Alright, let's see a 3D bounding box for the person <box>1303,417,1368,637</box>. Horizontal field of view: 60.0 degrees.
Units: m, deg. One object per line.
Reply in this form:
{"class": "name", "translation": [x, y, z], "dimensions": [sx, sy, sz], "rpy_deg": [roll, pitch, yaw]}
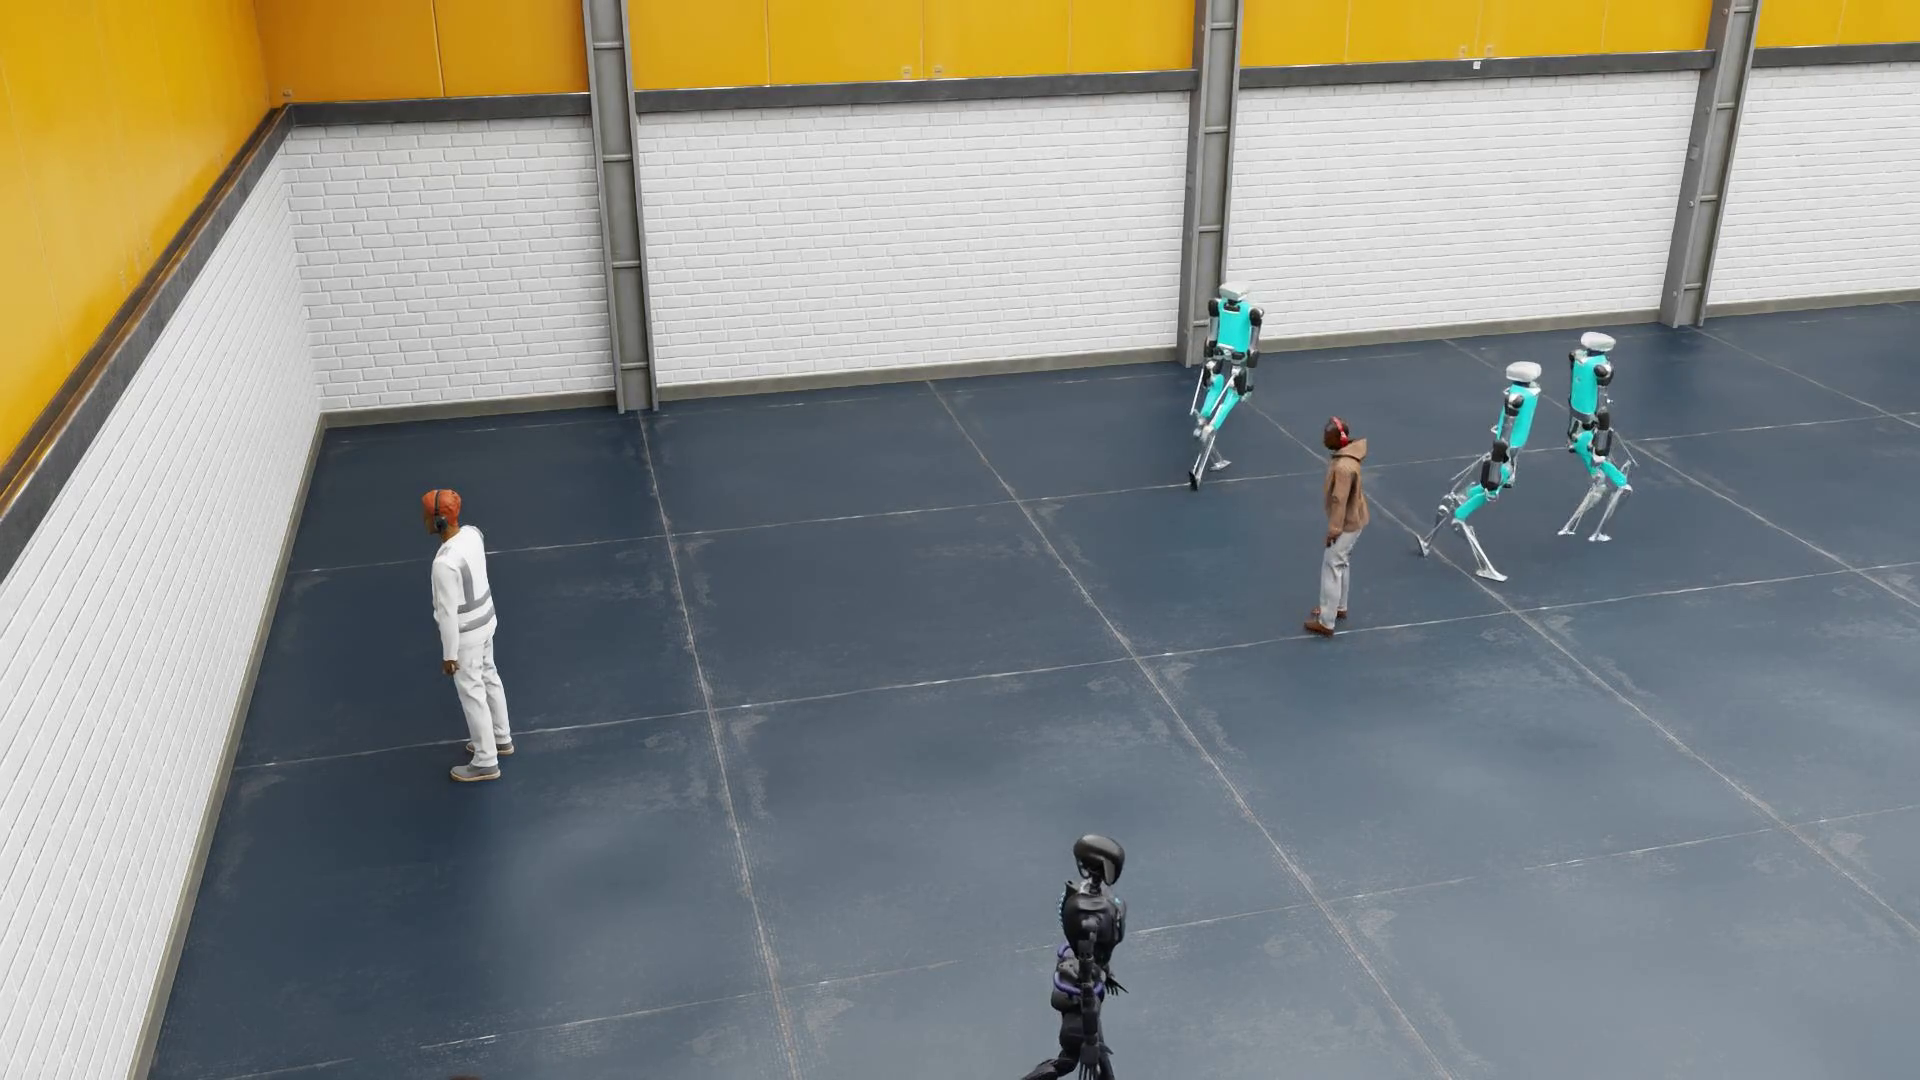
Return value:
{"class": "person", "translation": [2.713, -0.108, 11.913], "dimensions": [0.399, 1.630, 0.509], "rpy_deg": [5, 24, 11]}

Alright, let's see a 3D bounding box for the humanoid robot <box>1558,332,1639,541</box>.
{"class": "humanoid robot", "translation": [5.204, -0.804, 13.373], "dimensions": [0.711, 1.793, 0.544], "rpy_deg": [-4, 24, -9]}

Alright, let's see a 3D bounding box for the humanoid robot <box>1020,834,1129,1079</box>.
{"class": "humanoid robot", "translation": [0.472, 1.974, 7.190], "dimensions": [0.754, 1.639, 0.589], "rpy_deg": [4, 24, 8]}

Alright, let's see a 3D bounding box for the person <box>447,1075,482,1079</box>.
{"class": "person", "translation": [-1.591, 2.553, 5.702], "dimensions": [0.378, 1.769, 0.468], "rpy_deg": [-9, 25, -20]}

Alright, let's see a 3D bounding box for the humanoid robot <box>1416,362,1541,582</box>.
{"class": "humanoid robot", "translation": [3.913, -0.561, 12.852], "dimensions": [0.941, 1.788, 0.549], "rpy_deg": [16, 28, 31]}

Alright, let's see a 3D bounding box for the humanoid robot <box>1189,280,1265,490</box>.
{"class": "humanoid robot", "translation": [2.202, -1.318, 14.576], "dimensions": [0.545, 1.814, 0.885], "rpy_deg": [18, 30, 36]}

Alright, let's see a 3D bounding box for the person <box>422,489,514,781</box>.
{"class": "person", "translation": [-2.994, 0.566, 10.090], "dimensions": [0.349, 1.877, 0.570], "rpy_deg": [1, 24, 3]}
